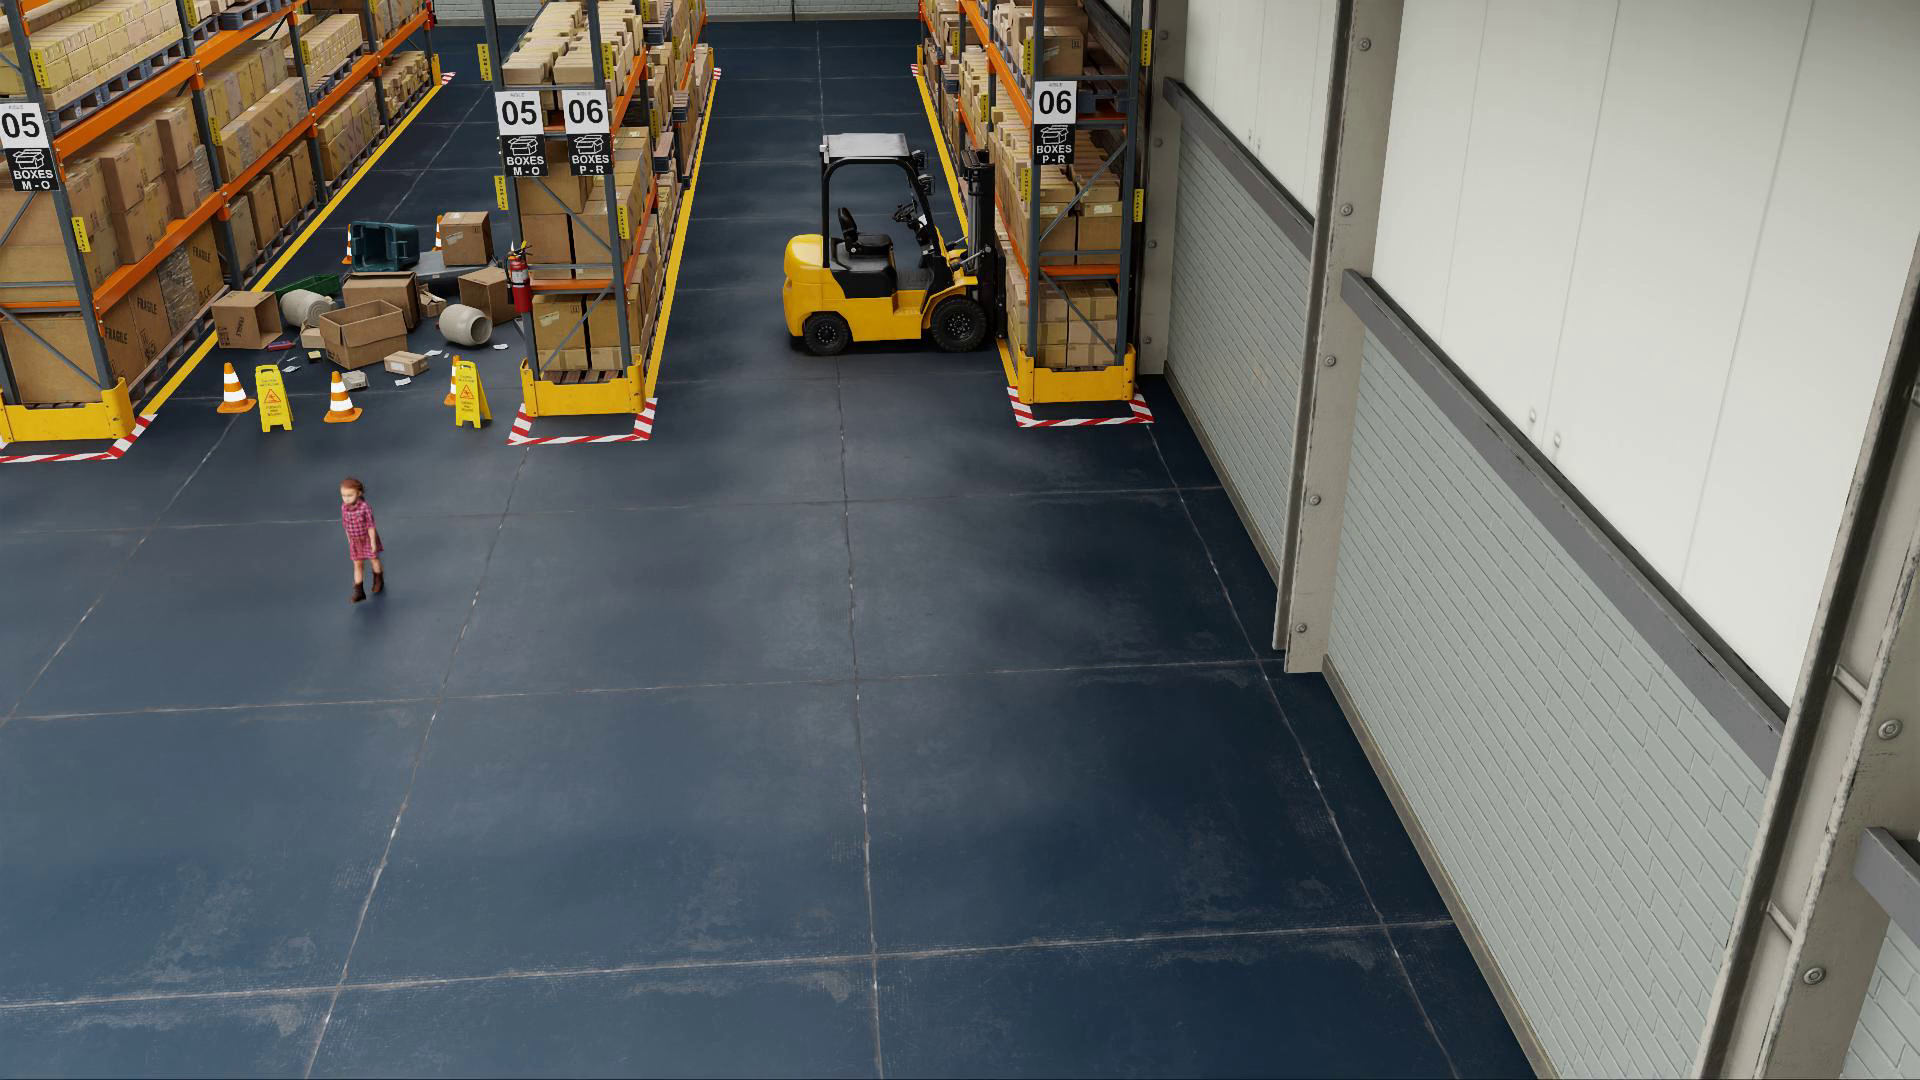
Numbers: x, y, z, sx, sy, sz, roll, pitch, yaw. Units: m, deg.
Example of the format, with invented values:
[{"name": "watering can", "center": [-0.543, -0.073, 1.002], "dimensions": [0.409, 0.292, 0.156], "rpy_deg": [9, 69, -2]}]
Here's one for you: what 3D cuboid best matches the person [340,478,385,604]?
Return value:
[{"name": "person", "center": [-4.703, -0.040, 13.170], "dimensions": [0.492, 1.003, 0.704], "rpy_deg": [1, 27, 2]}]
